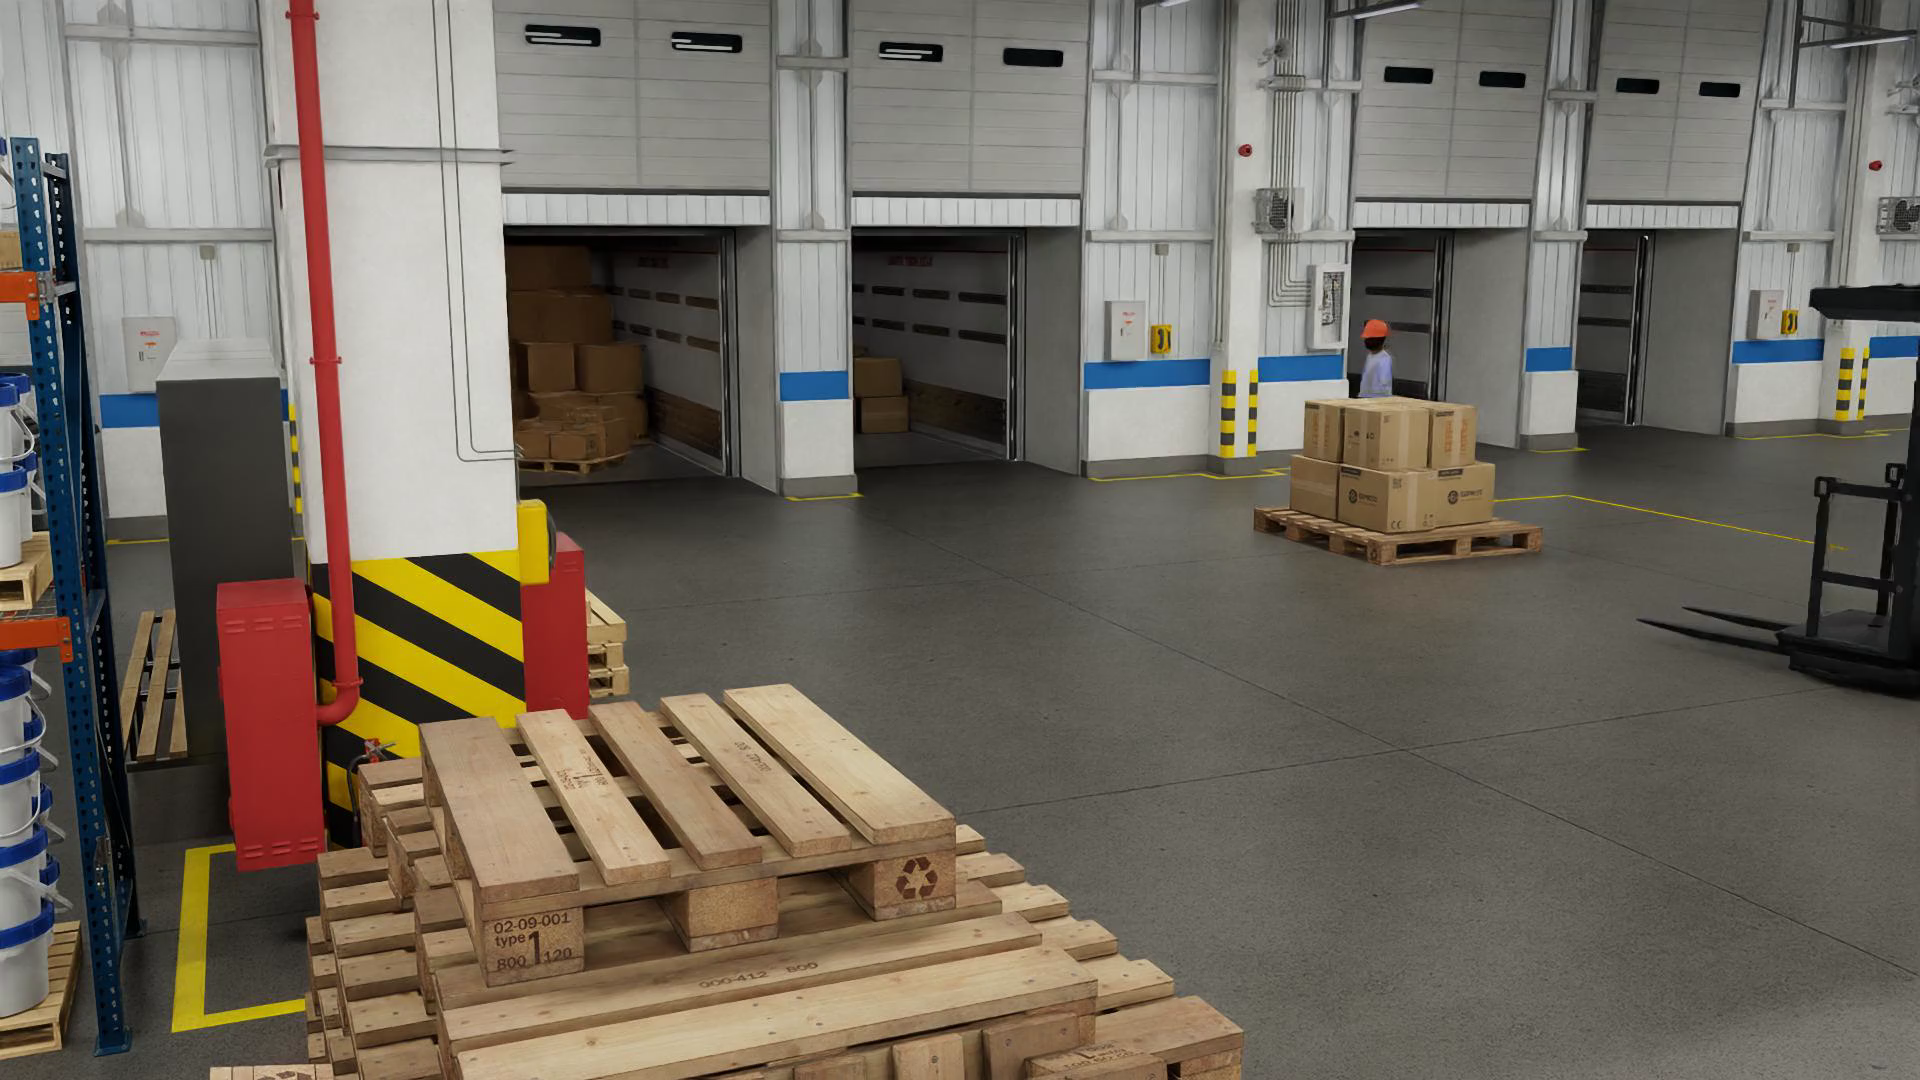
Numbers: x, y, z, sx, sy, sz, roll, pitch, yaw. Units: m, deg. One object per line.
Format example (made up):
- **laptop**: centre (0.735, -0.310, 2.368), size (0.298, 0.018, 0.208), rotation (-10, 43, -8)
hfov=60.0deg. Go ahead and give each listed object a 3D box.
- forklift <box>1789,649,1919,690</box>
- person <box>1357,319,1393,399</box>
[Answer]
- **forklift**: centre (6.205, -0.471, 9.782), size (1.129, 2.768, 1.873), rotation (-8, 13, -38)
- **person**: centre (4.314, -1.361, 17.406), size (0.694, 1.909, 0.557), rotation (0, 10, 1)
